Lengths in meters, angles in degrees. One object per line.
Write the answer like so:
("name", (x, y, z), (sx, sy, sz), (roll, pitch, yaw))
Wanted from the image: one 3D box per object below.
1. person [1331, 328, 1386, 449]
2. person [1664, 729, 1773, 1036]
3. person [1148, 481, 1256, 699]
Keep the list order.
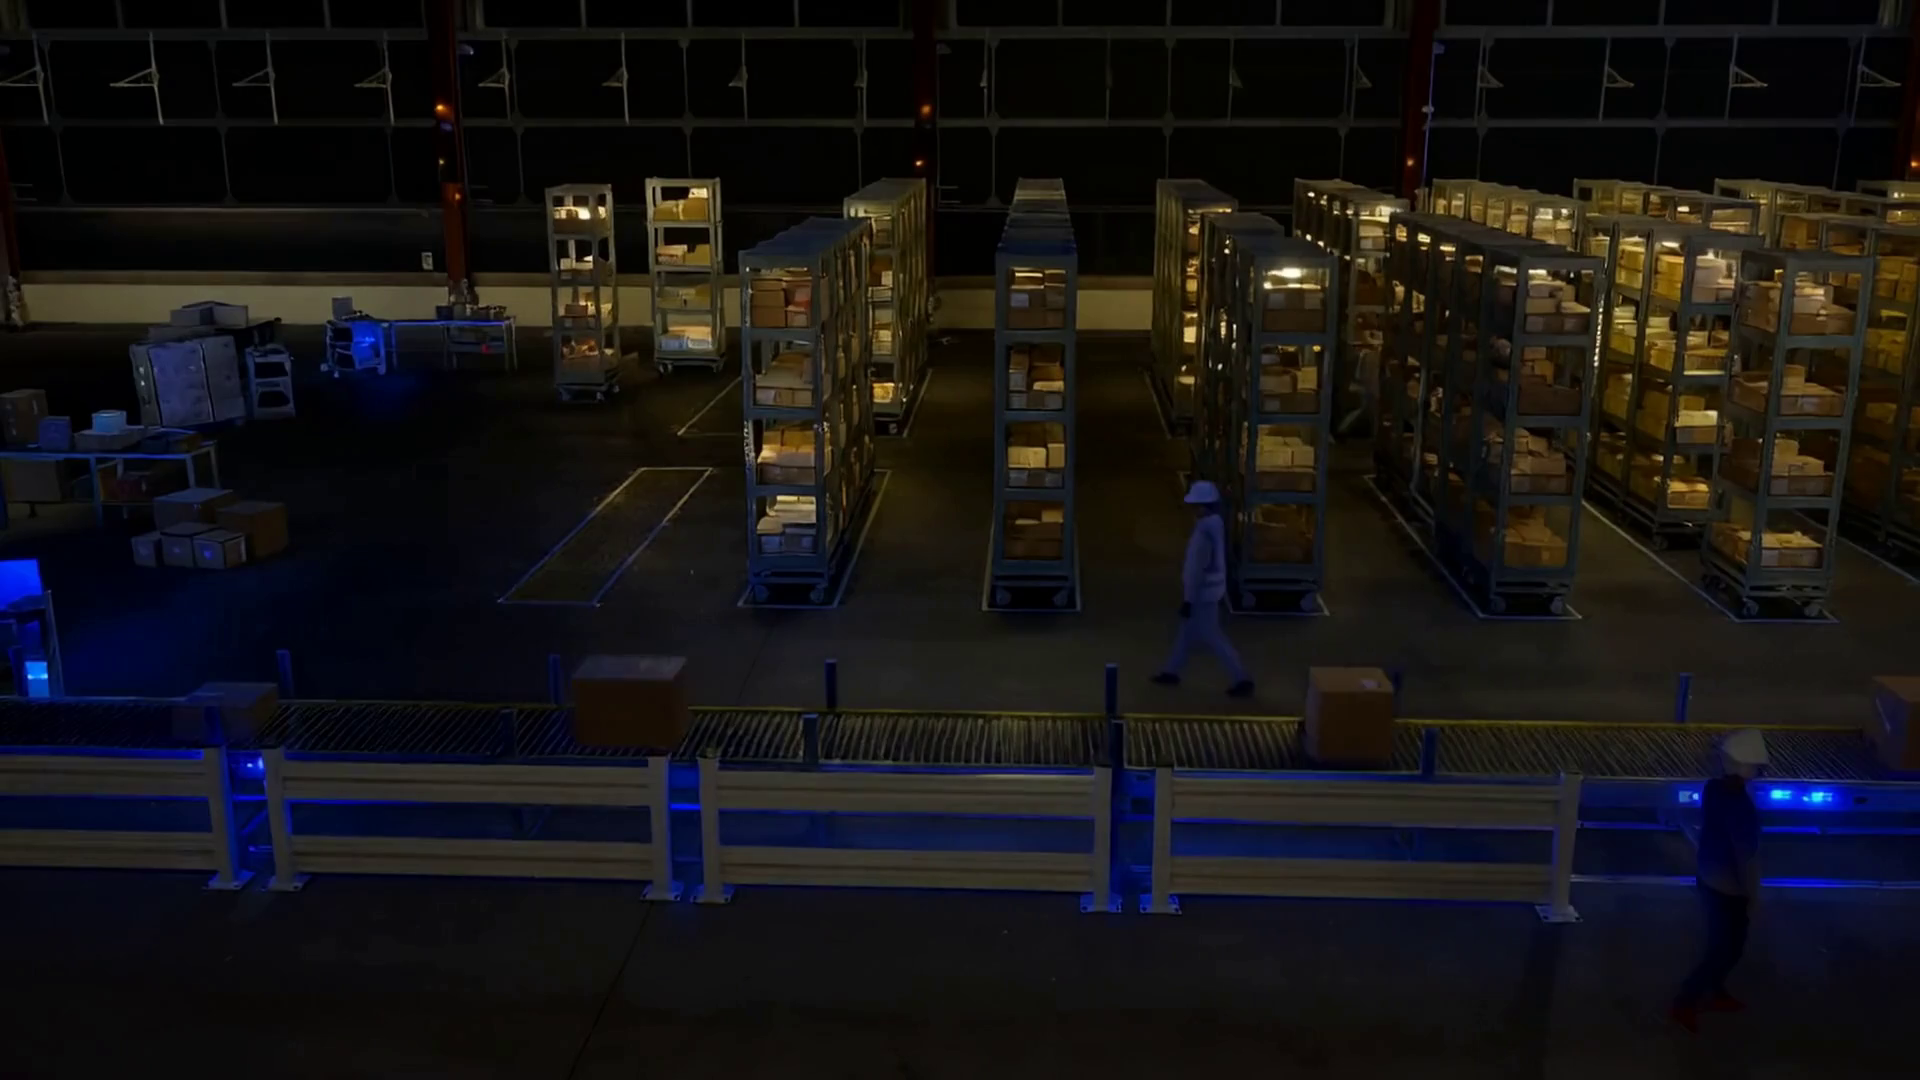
("person", (5.911, -2.217, 24.346), (0.806, 1.811, 0.585), (-1, 15, -2))
("person", (4.235, 1.893, 9.222), (0.476, 1.780, 0.534), (0, 15, 1))
("person", (2.151, 0.427, 14.353), (0.978, 1.908, 0.620), (6, 16, 20))
